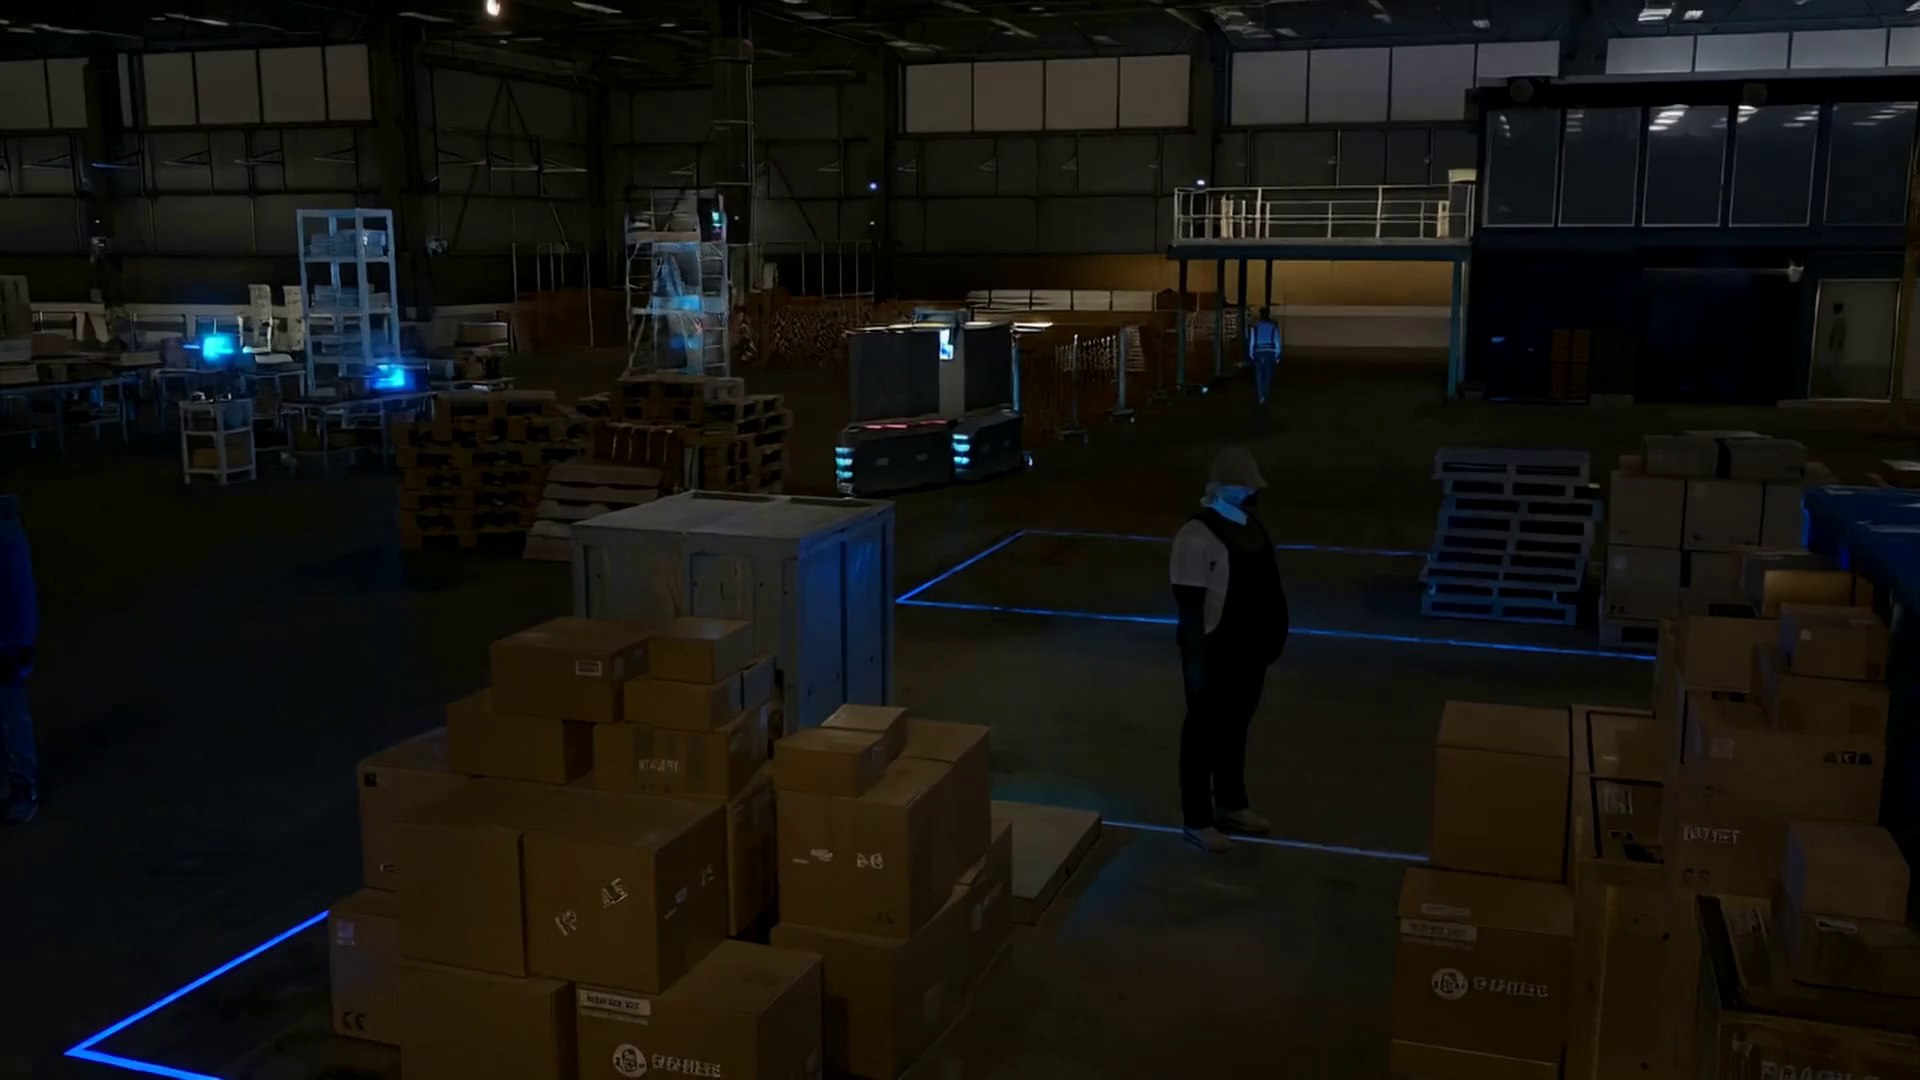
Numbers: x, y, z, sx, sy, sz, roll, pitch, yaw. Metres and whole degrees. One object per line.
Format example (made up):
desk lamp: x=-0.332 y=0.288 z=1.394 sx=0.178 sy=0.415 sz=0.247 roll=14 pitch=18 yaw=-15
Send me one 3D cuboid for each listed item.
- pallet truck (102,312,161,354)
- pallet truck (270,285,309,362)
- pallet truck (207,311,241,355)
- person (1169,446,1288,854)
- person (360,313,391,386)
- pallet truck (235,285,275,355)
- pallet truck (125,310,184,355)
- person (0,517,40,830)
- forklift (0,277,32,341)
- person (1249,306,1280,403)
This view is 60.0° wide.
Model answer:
pallet truck: x=-23.057 y=-5.777 z=46.261 sx=0.680 sy=1.201 sz=1.601 roll=3 pitch=11 yaw=19
pallet truck: x=-17.147 y=-5.700 z=43.663 sx=0.823 sy=1.965 sz=1.885 roll=3 pitch=11 yaw=17
pallet truck: x=-19.537 y=-5.575 z=44.913 sx=0.653 sy=1.274 sz=1.630 roll=3 pitch=11 yaw=19
person: x=1.394 y=0.536 z=8.419 sx=0.536 sy=2.000 sz=0.676 roll=9 pitch=13 yaw=40
person: x=-11.804 y=-3.939 z=33.615 sx=0.607 sy=2.044 sz=0.375 roll=-8 pitch=13 yaw=-37
pallet truck: x=-18.327 y=-5.835 z=44.421 sx=0.823 sy=1.965 sz=1.885 roll=4 pitch=11 yaw=23
pallet truck: x=-22.038 y=-5.665 z=45.457 sx=0.704 sy=1.261 sz=1.522 roll=3 pitch=11 yaw=17
person: x=-5.095 y=0.523 z=8.624 sx=0.612 sy=1.994 sz=0.394 roll=1 pitch=10 yaw=6
forklift: x=-27.151 y=-6.329 z=46.328 sx=1.157 sy=1.987 sz=2.680 roll=3 pitch=11 yaw=17
person: x=5.811 y=-3.534 z=31.829 sx=0.596 sy=1.866 sz=0.573 roll=3 pitch=11 yaw=18
